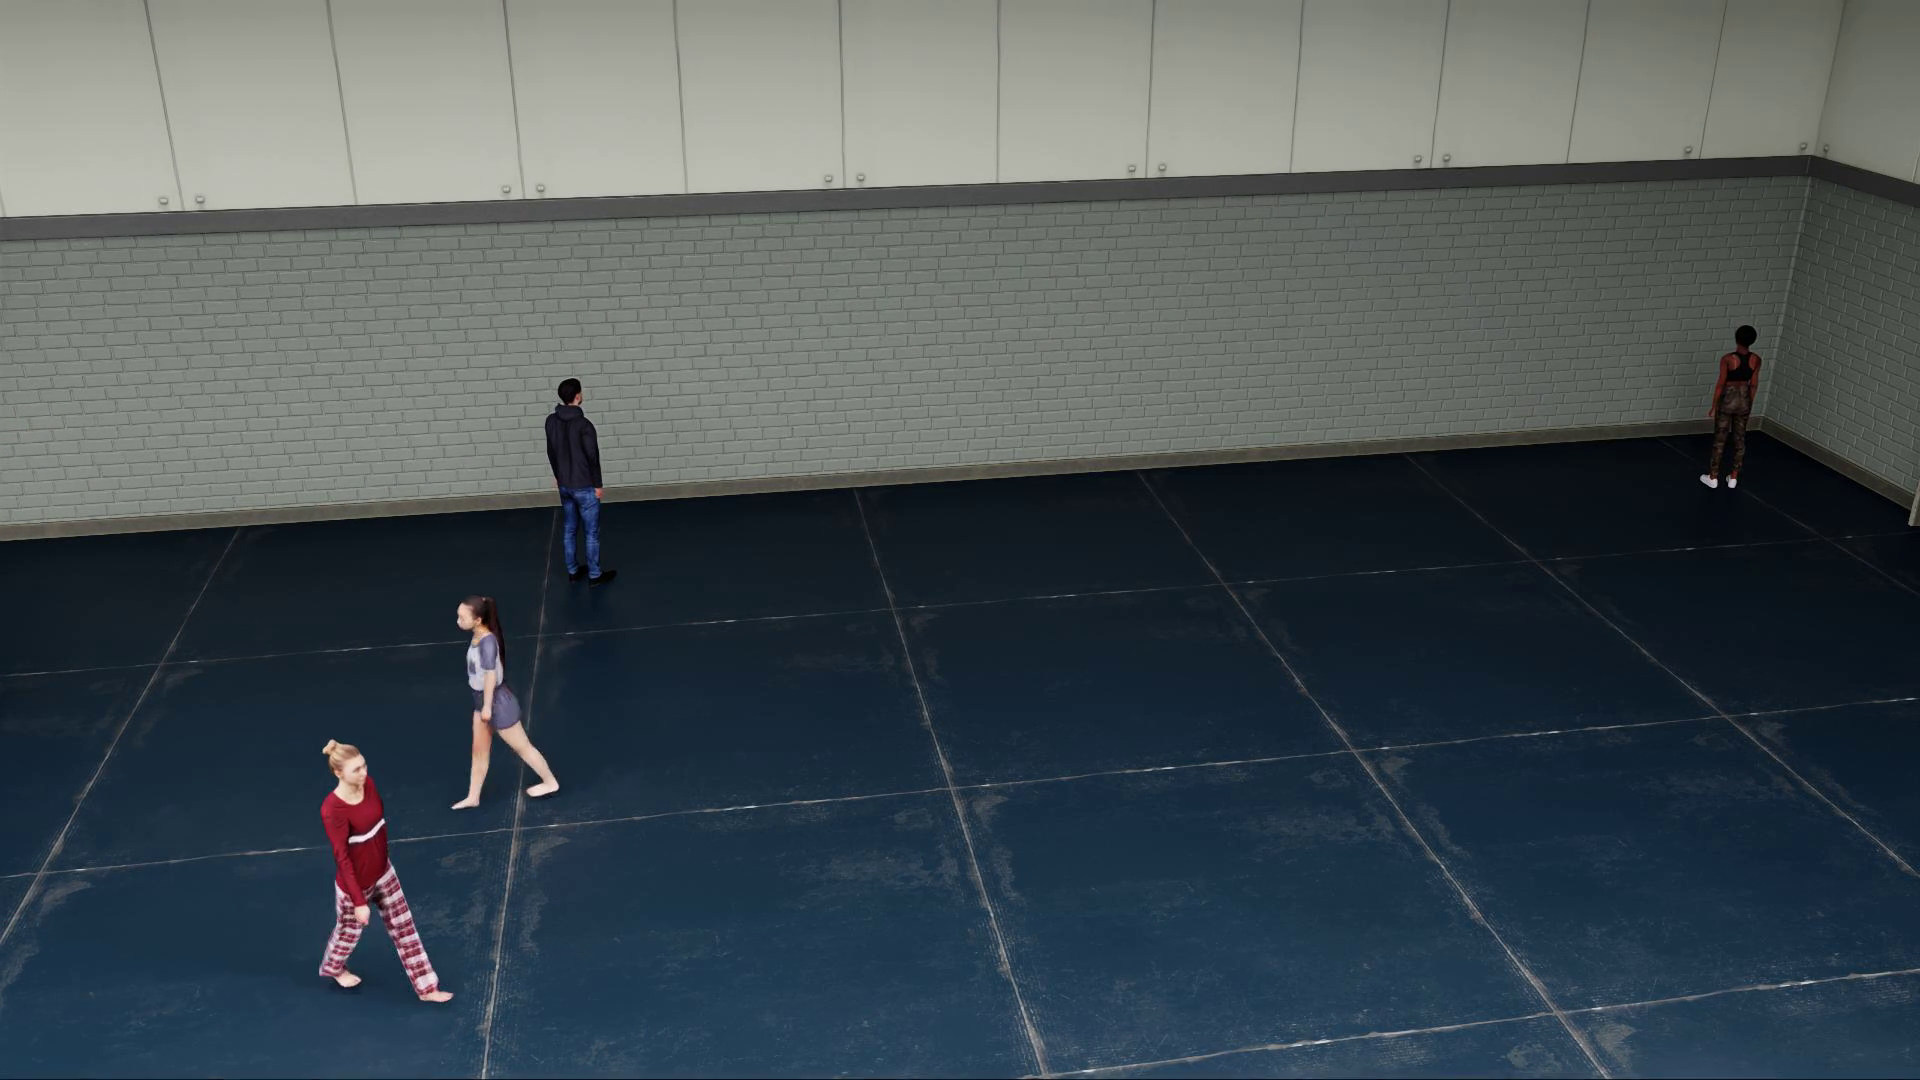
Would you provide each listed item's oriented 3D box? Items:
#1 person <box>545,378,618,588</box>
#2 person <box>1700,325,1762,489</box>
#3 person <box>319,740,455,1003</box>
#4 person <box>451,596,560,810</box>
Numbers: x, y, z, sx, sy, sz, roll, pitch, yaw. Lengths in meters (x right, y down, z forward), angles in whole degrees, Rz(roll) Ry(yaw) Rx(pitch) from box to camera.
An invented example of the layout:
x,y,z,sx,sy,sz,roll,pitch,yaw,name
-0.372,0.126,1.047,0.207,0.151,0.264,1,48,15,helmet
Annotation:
x,y,z,sx,sy,sz,roll,pitch,yaw,name
-3.370,-0.503,14.626,0.758,1.895,0.780,11,25,24,person
7.853,-1.362,16.895,0.622,1.699,0.605,2,23,4,person
-3.409,1.888,9.320,1.033,1.648,1.132,7,24,17,person
-3.056,1.089,11.252,0.866,1.604,0.988,-9,25,-20,person
